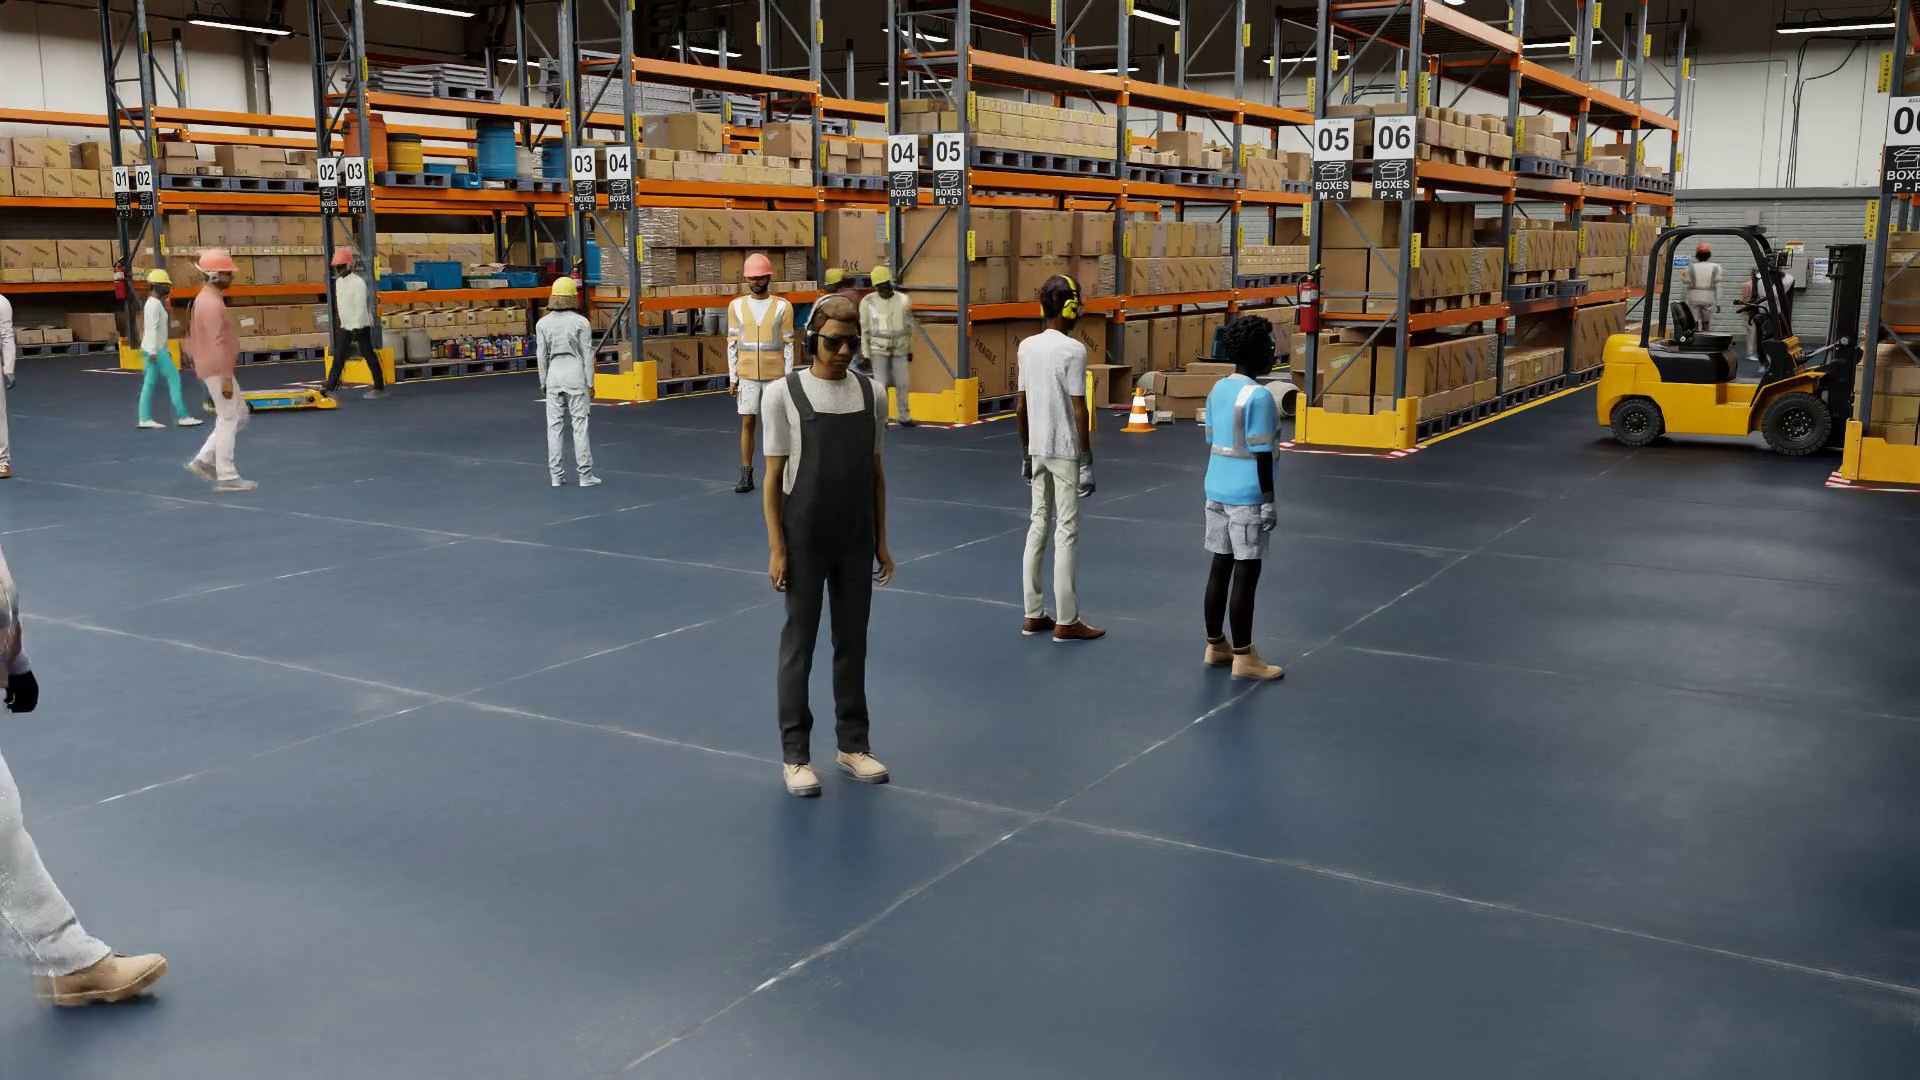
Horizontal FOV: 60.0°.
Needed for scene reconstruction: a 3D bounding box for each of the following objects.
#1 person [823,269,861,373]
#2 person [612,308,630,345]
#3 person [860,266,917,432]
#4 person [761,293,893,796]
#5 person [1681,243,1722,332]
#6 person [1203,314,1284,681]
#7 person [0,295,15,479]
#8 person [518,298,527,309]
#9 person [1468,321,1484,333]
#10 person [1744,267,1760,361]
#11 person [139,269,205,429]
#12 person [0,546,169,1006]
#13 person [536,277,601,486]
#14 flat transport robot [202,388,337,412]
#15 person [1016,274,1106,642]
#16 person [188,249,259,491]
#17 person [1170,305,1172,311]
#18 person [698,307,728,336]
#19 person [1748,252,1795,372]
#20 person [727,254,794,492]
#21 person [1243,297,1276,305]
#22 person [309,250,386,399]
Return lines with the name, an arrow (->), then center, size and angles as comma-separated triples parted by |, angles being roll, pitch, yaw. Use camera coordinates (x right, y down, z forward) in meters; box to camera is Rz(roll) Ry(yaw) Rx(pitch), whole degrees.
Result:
person -> -1.440, -2.494, 20.570 | 0.784, 1.706, 0.592 | 7, 12, 34
person -> -6.510, -4.593, 31.991 | 0.588, 1.835, 0.403 | 8, 13, 37
person -> -0.775, -2.028, 17.754 | 0.619, 1.789, 0.465 | -3, 11, -18
person -> -0.478, 0.015, 6.165 | 0.506, 1.843, 0.346 | -6, 12, -30
person -> 12.977, -4.181, 29.174 | 0.636, 2.014, 0.814 | 3, 11, 17
person -> 1.318, -0.196, 7.750 | 0.318, 1.697, 0.535 | -3, 11, -18
person -> -8.453, -1.458, 14.251 | 0.636, 1.903, 0.405 | -3, 11, -19
person -> -9.178, -5.274, 35.518 | 0.632, 1.930, 0.818 | 9, 14, 43
person -> 9.648, -4.449, 31.063 | 0.971, 1.880, 0.579 | -5, 11, -27
person -> 13.781, -3.895, 28.696 | 0.542, 1.613, 0.457 | -1, 10, -3
person -> -8.679, -2.084, 18.208 | 0.769, 1.733, 0.542 | -5, 11, -27
person -> -2.654, 0.363, 4.364 | 0.949, 1.792, 0.644 | -1, 10, -6
person -> -3.271, -1.313, 13.878 | 0.483, 1.745, 0.301 | 1, 10, 8
flat transport robot -> -8.364, -1.695, 20.137 | 1.431, 0.197, 0.652 | -6, 12, -30
person -> 0.505, -0.415, 8.503 | 0.329, 1.868, 0.512 | -8, 13, -40
person -> -6.019, -1.374, 13.561 | 0.440, 1.975, 0.640 | -5, 11, -26
person -> 4.701, -5.285, 36.415 | 0.307, 1.639, 0.525 | 5, 11, 24
person -> -3.672, -3.439, 25.264 | 0.630, 1.933, 0.358 | 0, 10, 1
person -> 12.481, -3.480, 25.596 | 0.594, 1.895, 0.777 | 6, 12, 30
person -> -1.618, -1.344, 13.506 | 0.547, 1.938, 0.359 | 0, 10, 0
person -> 5.708, -4.533, 31.539 | 0.600, 1.883, 0.983 | 6, 12, 30
person -> -7.863, -2.748, 21.378 | 0.630, 1.925, 1.083 | 7, 12, 34
